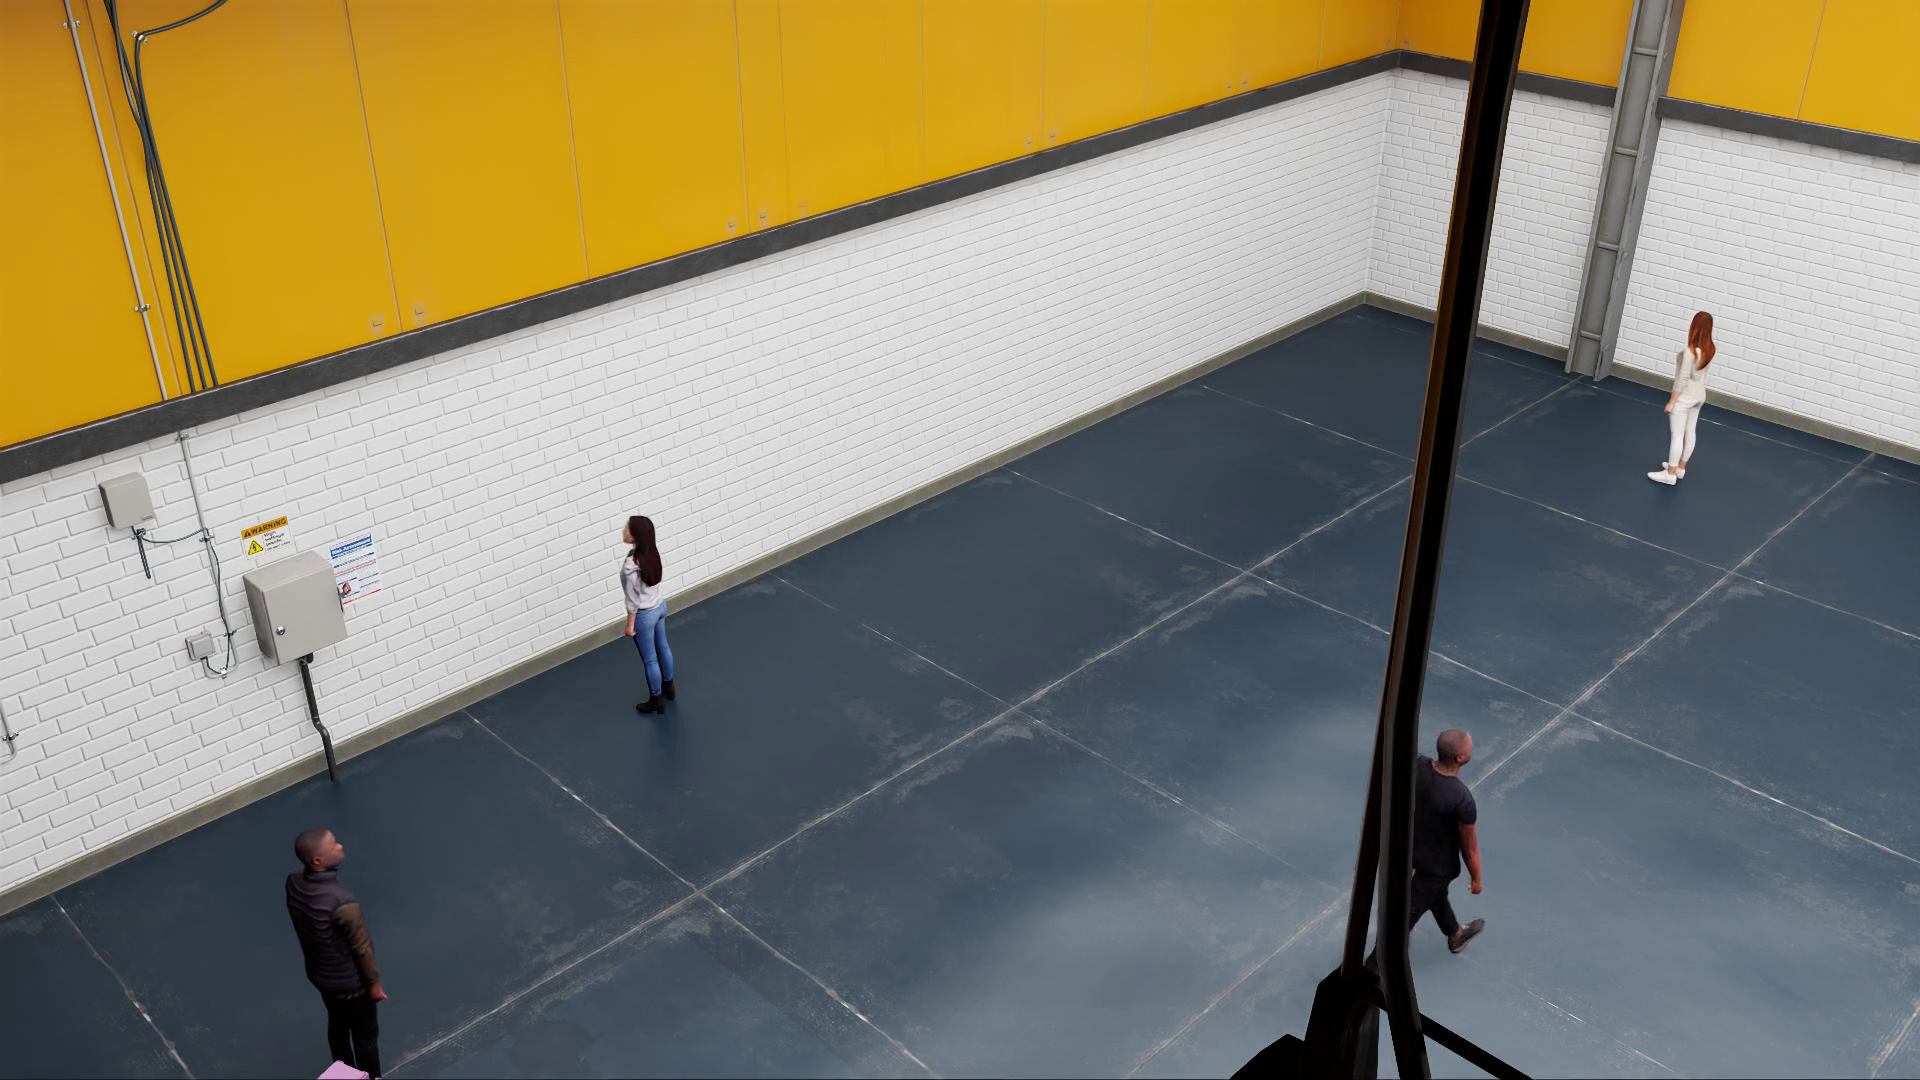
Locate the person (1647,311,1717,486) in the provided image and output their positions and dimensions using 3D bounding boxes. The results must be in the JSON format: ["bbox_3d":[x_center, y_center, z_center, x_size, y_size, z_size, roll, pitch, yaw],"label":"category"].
[{"bbox_3d":[6.894,-1.345,15.729,0.640,1.713,0.610,-18,33,-29],"label":"person"}]

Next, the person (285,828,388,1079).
[{"bbox_3d":[-3.313,2.310,8.900,0.566,1.835,0.785,19,34,31],"label":"person"}]

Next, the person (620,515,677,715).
[{"bbox_3d":[-2.313,0.538,12.358,0.663,1.635,0.676,9,30,16],"label":"person"}]

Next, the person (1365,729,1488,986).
[{"bbox_3d":[2.664,1.909,9.706,1.052,1.769,1.228,-11,31,-20],"label":"person"}]
